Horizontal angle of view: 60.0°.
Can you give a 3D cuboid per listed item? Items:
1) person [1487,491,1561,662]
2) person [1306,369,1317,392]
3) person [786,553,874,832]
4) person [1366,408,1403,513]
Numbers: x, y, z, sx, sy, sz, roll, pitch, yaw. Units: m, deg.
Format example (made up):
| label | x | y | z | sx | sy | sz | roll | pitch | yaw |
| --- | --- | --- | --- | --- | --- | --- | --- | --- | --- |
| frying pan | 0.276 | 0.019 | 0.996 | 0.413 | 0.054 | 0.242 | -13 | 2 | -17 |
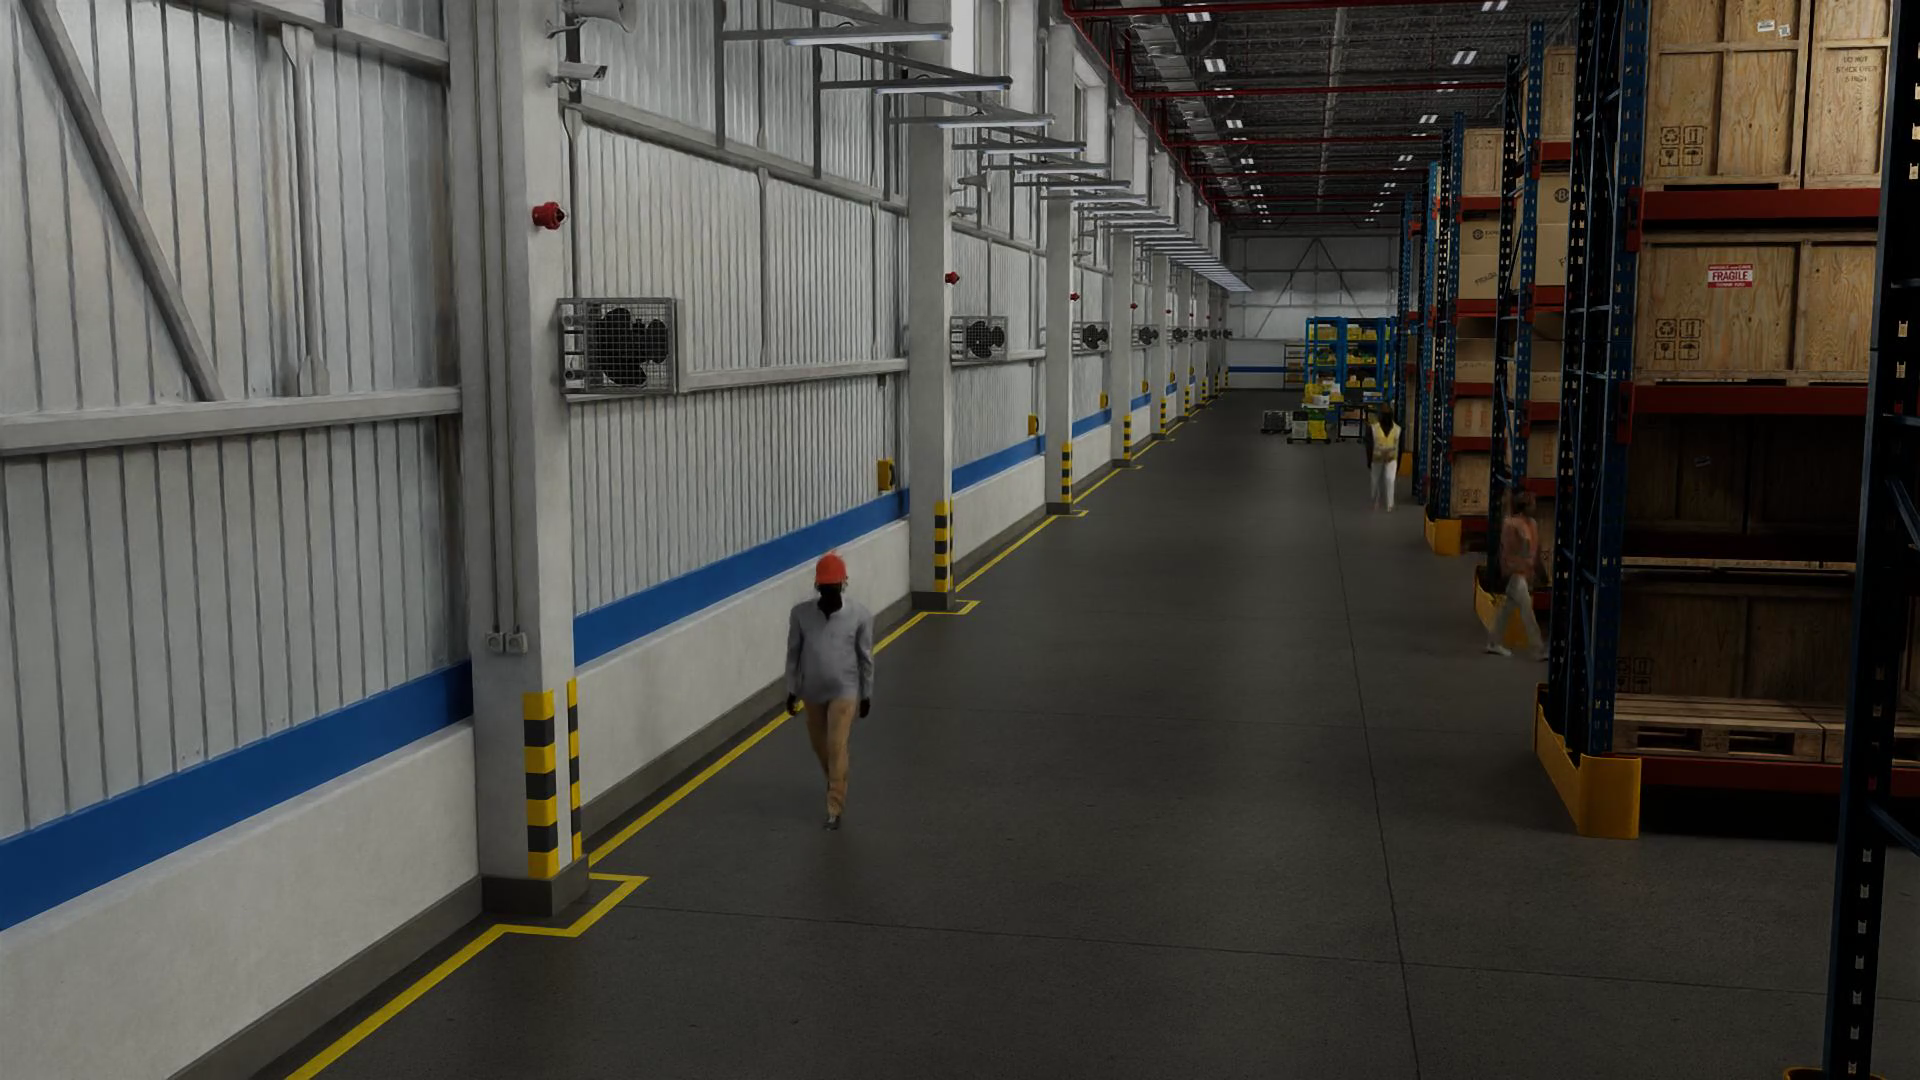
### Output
| label | x | y | z | sx | sy | sz | roll | pitch | yaw |
| --- | --- | --- | --- | --- | --- | --- | --- | --- | --- |
| person | 5.358 | 0.346 | 15.682 | 0.843 | 1.595 | 0.534 | 7 | 10 | 43 |
| person | 12.186 | -4.994 | 57.480 | 0.566 | 1.846 | 0.389 | -1 | 7 | -9 |
| person | -0.811 | 0.918 | 10.609 | 0.557 | 1.730 | 0.761 | 2 | 7 | 12 |
| person | 7.348 | -1.396 | 28.823 | 0.613 | 1.815 | 0.888 | 1 | 7 | 10 |
